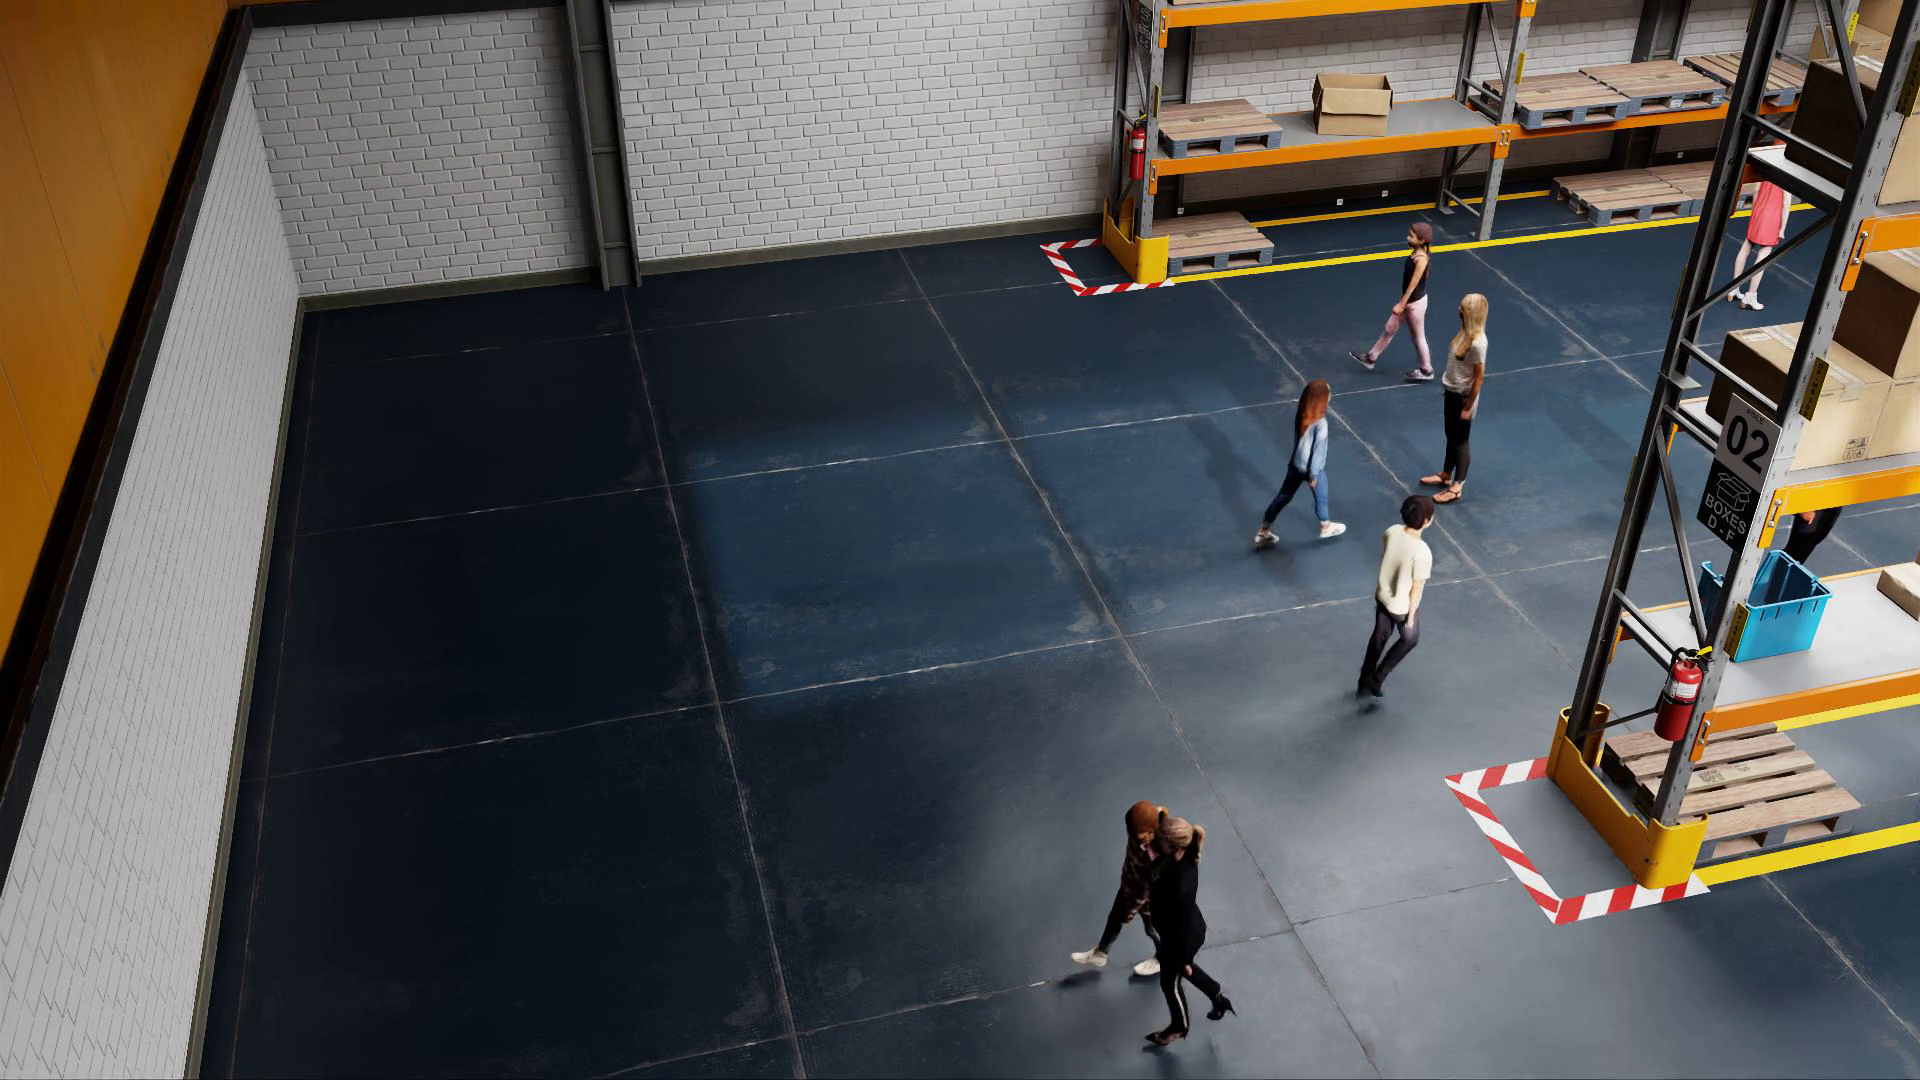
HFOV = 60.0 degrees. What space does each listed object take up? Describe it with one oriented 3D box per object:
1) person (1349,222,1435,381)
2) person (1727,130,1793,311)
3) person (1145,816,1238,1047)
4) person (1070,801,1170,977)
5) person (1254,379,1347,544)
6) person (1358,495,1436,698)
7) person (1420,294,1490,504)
[{"bbox_3d":[4.221,-2.148,15.225,1.065,1.517,0.758,3,34,5],"label":"person"},{"bbox_3d":[7.988,-3.176,16.490,0.511,1.828,0.598,-10,35,-15],"label":"person"},{"bbox_3d":[1.212,2.073,8.724,0.887,1.684,0.773,4,34,6],"label":"person"},{"bbox_3d":[1.086,1.948,9.276,0.783,1.282,0.541,-10,35,-15],"label":"person"},{"bbox_3d":[2.613,-0.559,12.903,1.035,1.441,0.651,-12,35,-17],"label":"person"},{"bbox_3d":[2.951,0.427,11.306,0.703,1.568,0.656,-16,37,-22],"label":"person"},{"bbox_3d":[4.066,-1.158,13.459,0.591,1.824,0.642,-2,34,-4],"label":"person"}]
